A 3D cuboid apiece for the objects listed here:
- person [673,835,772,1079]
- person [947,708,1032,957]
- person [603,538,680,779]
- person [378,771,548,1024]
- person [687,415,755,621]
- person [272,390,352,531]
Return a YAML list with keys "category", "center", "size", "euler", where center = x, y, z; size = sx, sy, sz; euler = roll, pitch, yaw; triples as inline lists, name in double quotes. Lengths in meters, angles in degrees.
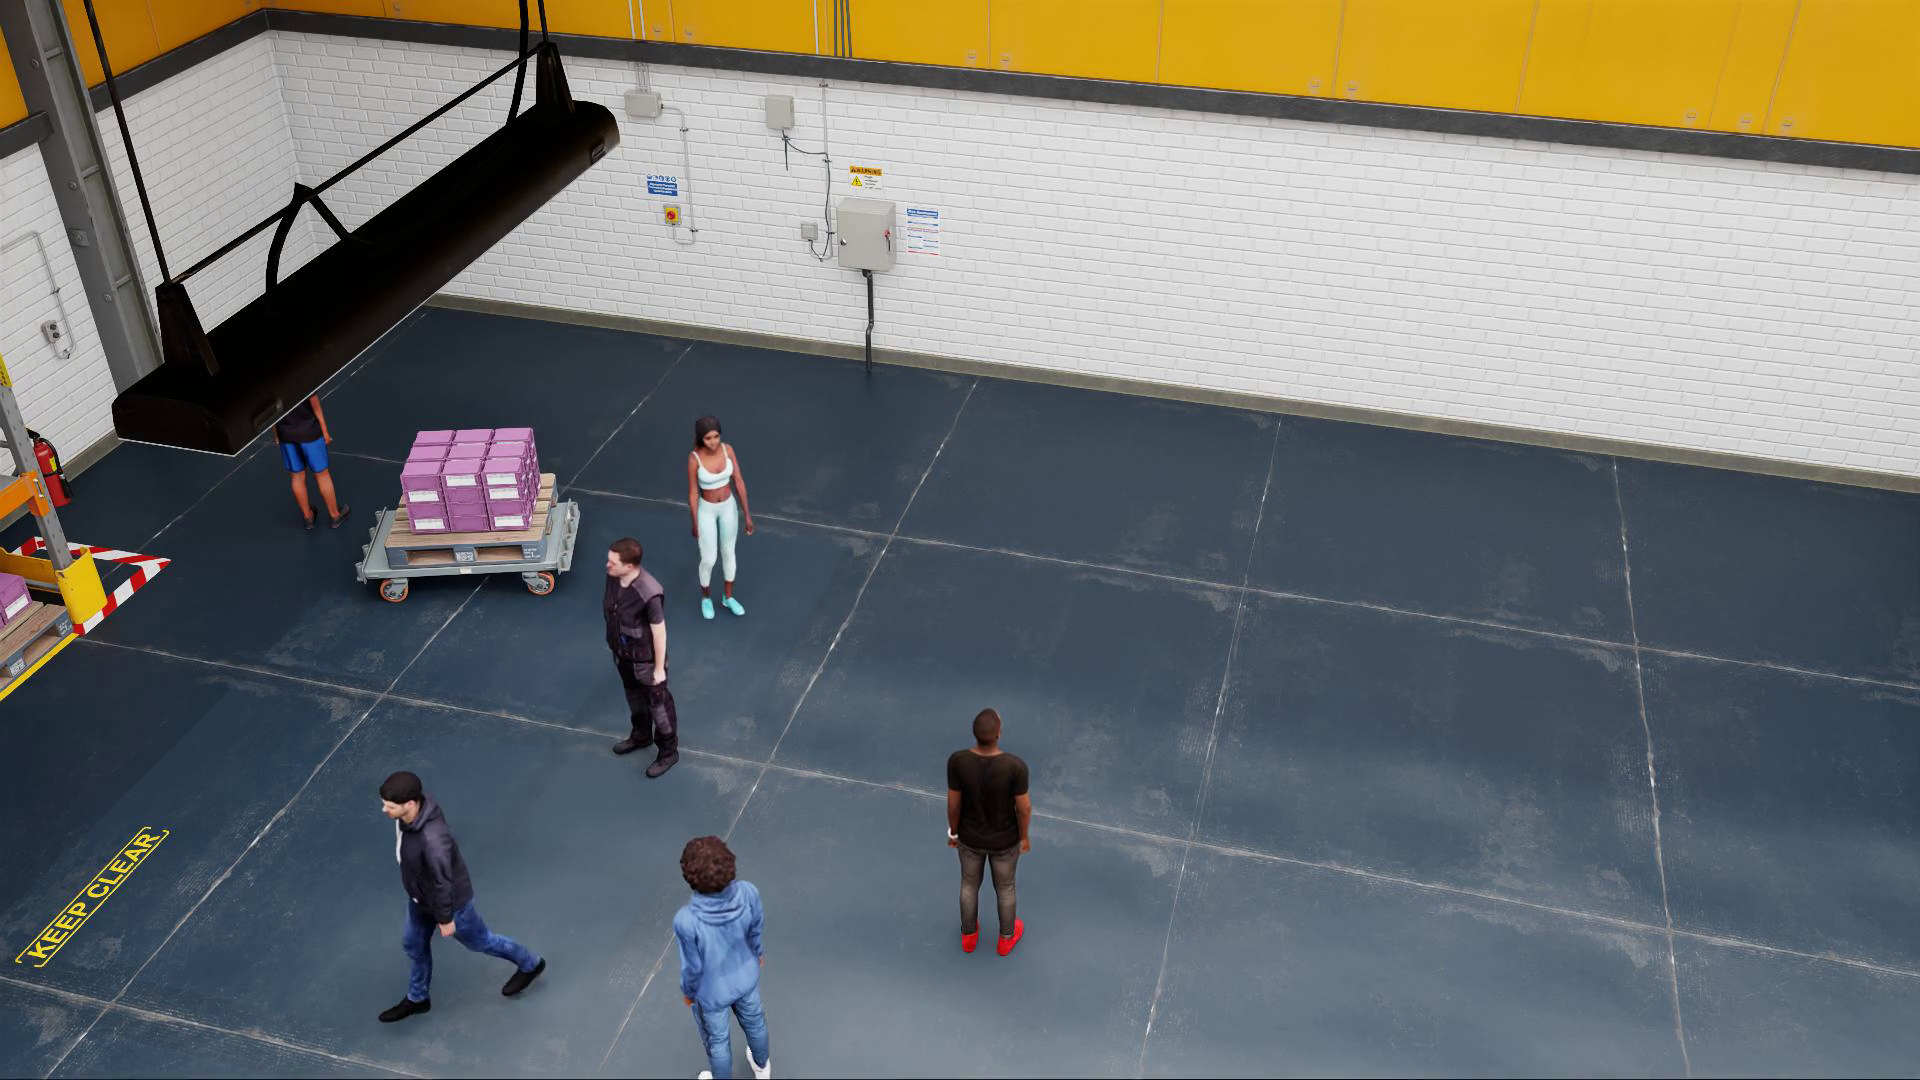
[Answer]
- category: "person"
  center: [-1.261, 2.302, 8.861]
  size: [0.724, 1.805, 0.812]
  euler: [-22, 39, -29]
- category: "person"
  center: [0.160, 1.718, 9.740]
  size: [0.654, 1.805, 0.545]
  euler: [6, 34, 9]
- category: "person"
  center: [-2.146, 0.746, 11.166]
  size: [0.792, 1.845, 0.806]
  euler: [-28, 43, -36]
- category: "person"
  center: [-2.798, 1.965, 9.339]
  size: [1.272, 1.836, 1.195]
  euler: [-18, 38, -26]
- category: "person"
  center: [-1.869, -0.216, 12.727]
  size: [0.734, 1.720, 0.795]
  euler: [-18, 38, -25]
- category: "person"
  center: [-5.431, -0.892, 13.672]
  size: [0.675, 1.800, 0.677]
  euler: [-1, 34, -2]
